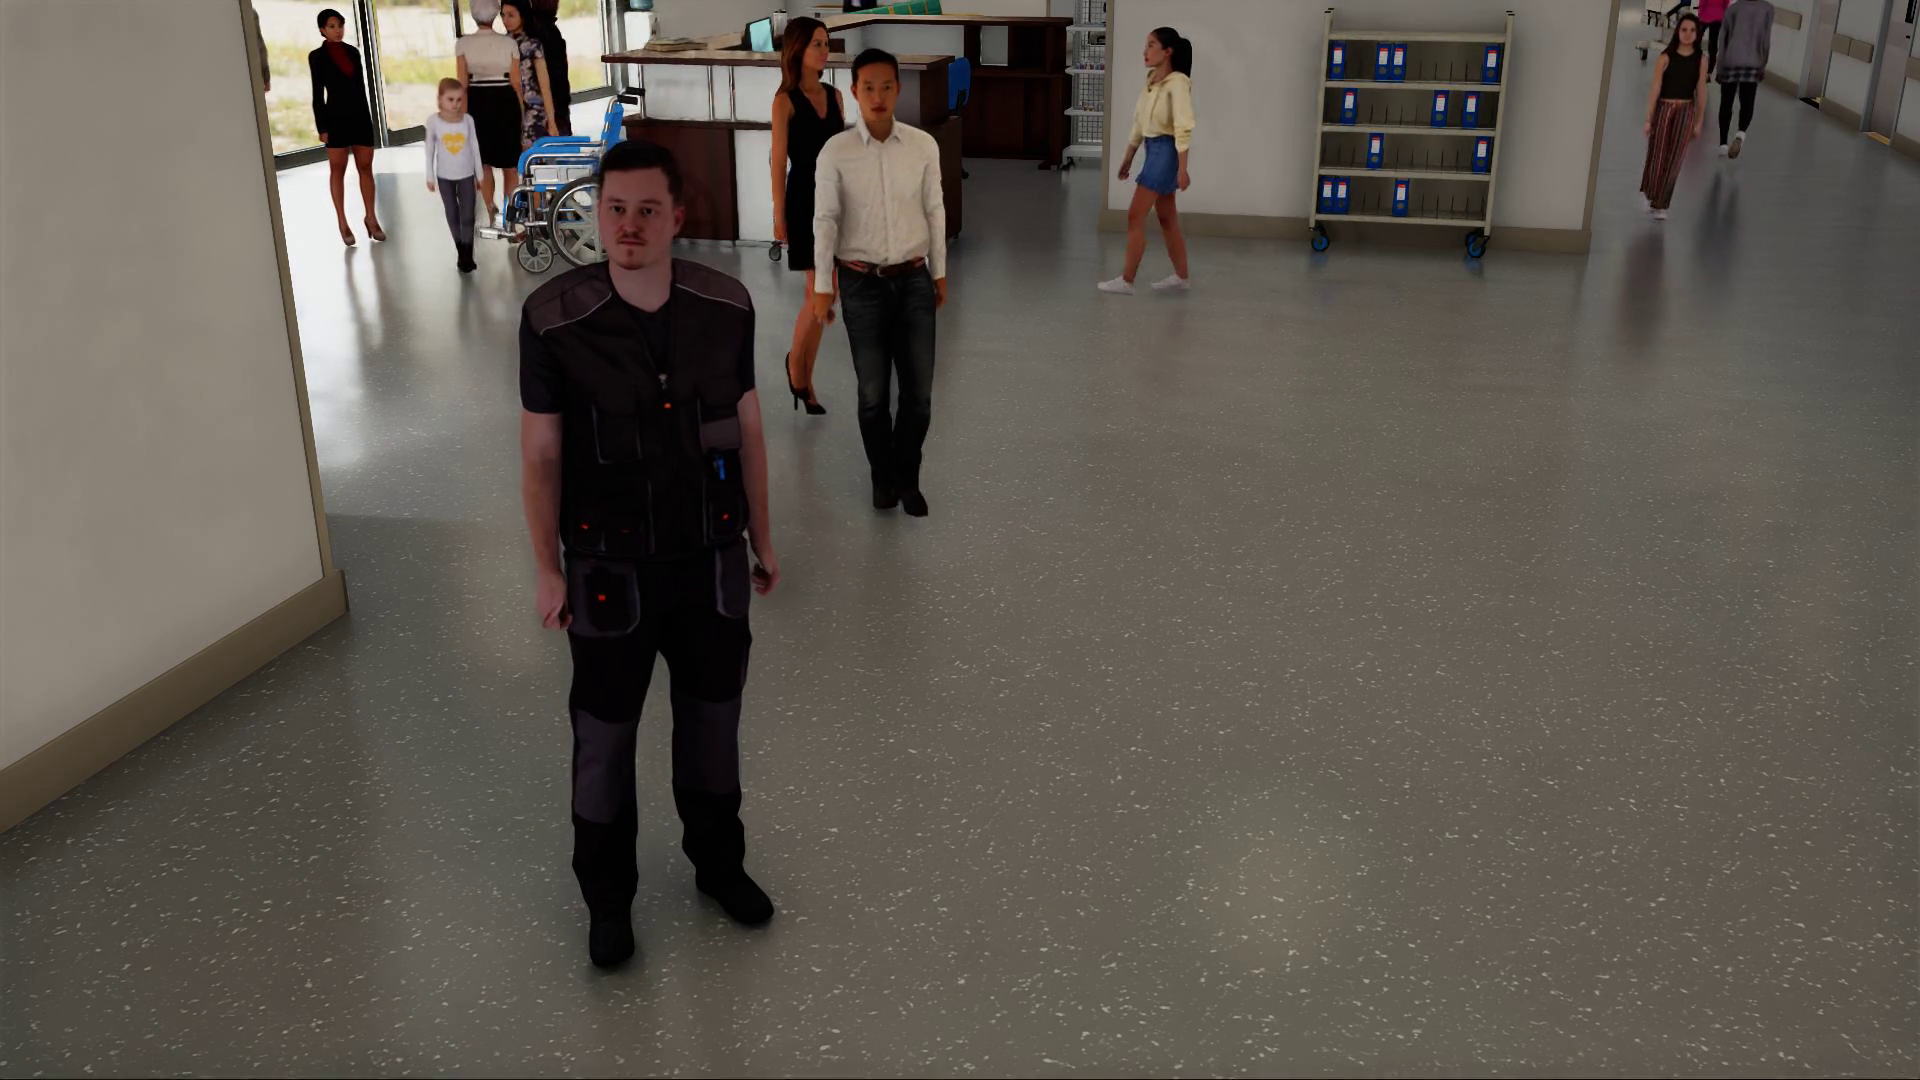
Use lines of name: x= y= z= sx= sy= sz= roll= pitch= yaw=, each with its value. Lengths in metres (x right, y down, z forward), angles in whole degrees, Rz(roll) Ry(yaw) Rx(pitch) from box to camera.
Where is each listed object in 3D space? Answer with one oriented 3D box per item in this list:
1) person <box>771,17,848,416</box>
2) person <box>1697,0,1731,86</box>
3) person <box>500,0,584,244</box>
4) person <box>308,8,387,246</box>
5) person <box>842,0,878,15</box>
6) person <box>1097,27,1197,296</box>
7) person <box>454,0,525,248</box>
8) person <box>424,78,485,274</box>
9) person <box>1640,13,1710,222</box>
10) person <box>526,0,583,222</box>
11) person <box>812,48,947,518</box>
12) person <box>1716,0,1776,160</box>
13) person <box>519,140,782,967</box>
person: x=-0.742 y=-1.473 z=7.746 sx=0.701 sy=1.823 sz=0.678 roll=14 pitch=25 yaw=33
person: x=10.337 y=-7.105 z=22.813 sx=0.689 sy=1.684 sz=0.738 roll=0 pitch=21 yaw=0
person: x=-3.038 y=-3.019 z=11.985 sx=0.977 sy=1.711 sz=0.884 roll=13 pitch=25 yaw=31
person: x=-4.392 y=-2.945 z=11.896 sx=0.740 sy=1.637 sz=0.689 roll=19 pitch=28 yaw=41
person: x=-1.422 y=-7.748 z=24.651 sx=0.853 sy=1.584 sz=0.806 roll=9 pitch=23 yaw=22
person: x=1.316 y=-2.312 z=10.266 sx=1.017 sy=1.606 sz=0.891 roll=-5 pitch=21 yaw=-12
person: x=-3.263 y=-2.906 z=11.648 sx=0.866 sy=1.738 sz=0.864 roll=-3 pitch=21 yaw=-9
person: x=-3.352 y=-2.415 z=11.042 sx=0.873 sy=1.249 sz=0.857 roll=-6 pitch=22 yaw=-16
person: x=5.513 y=-3.276 z=12.876 sx=0.533 sy=1.559 sz=0.615 roll=6 pitch=22 yaw=15
person: x=-3.153 y=-3.215 z=12.364 sx=0.880 sy=1.809 sz=0.880 roll=10 pitch=23 yaw=25
person: x=-0.310 y=-1.000 z=6.536 sx=0.820 sy=1.795 sz=0.896 roll=-4 pitch=21 yaw=-10
person: x=7.461 y=-4.499 z=15.838 sx=1.058 sy=1.751 sz=0.736 roll=7 pitch=22 yaw=17
person: x=-0.681 y=0.042 z=3.715 sx=0.780 sy=1.844 sz=0.855 roll=-11 pitch=23 yaw=-26
